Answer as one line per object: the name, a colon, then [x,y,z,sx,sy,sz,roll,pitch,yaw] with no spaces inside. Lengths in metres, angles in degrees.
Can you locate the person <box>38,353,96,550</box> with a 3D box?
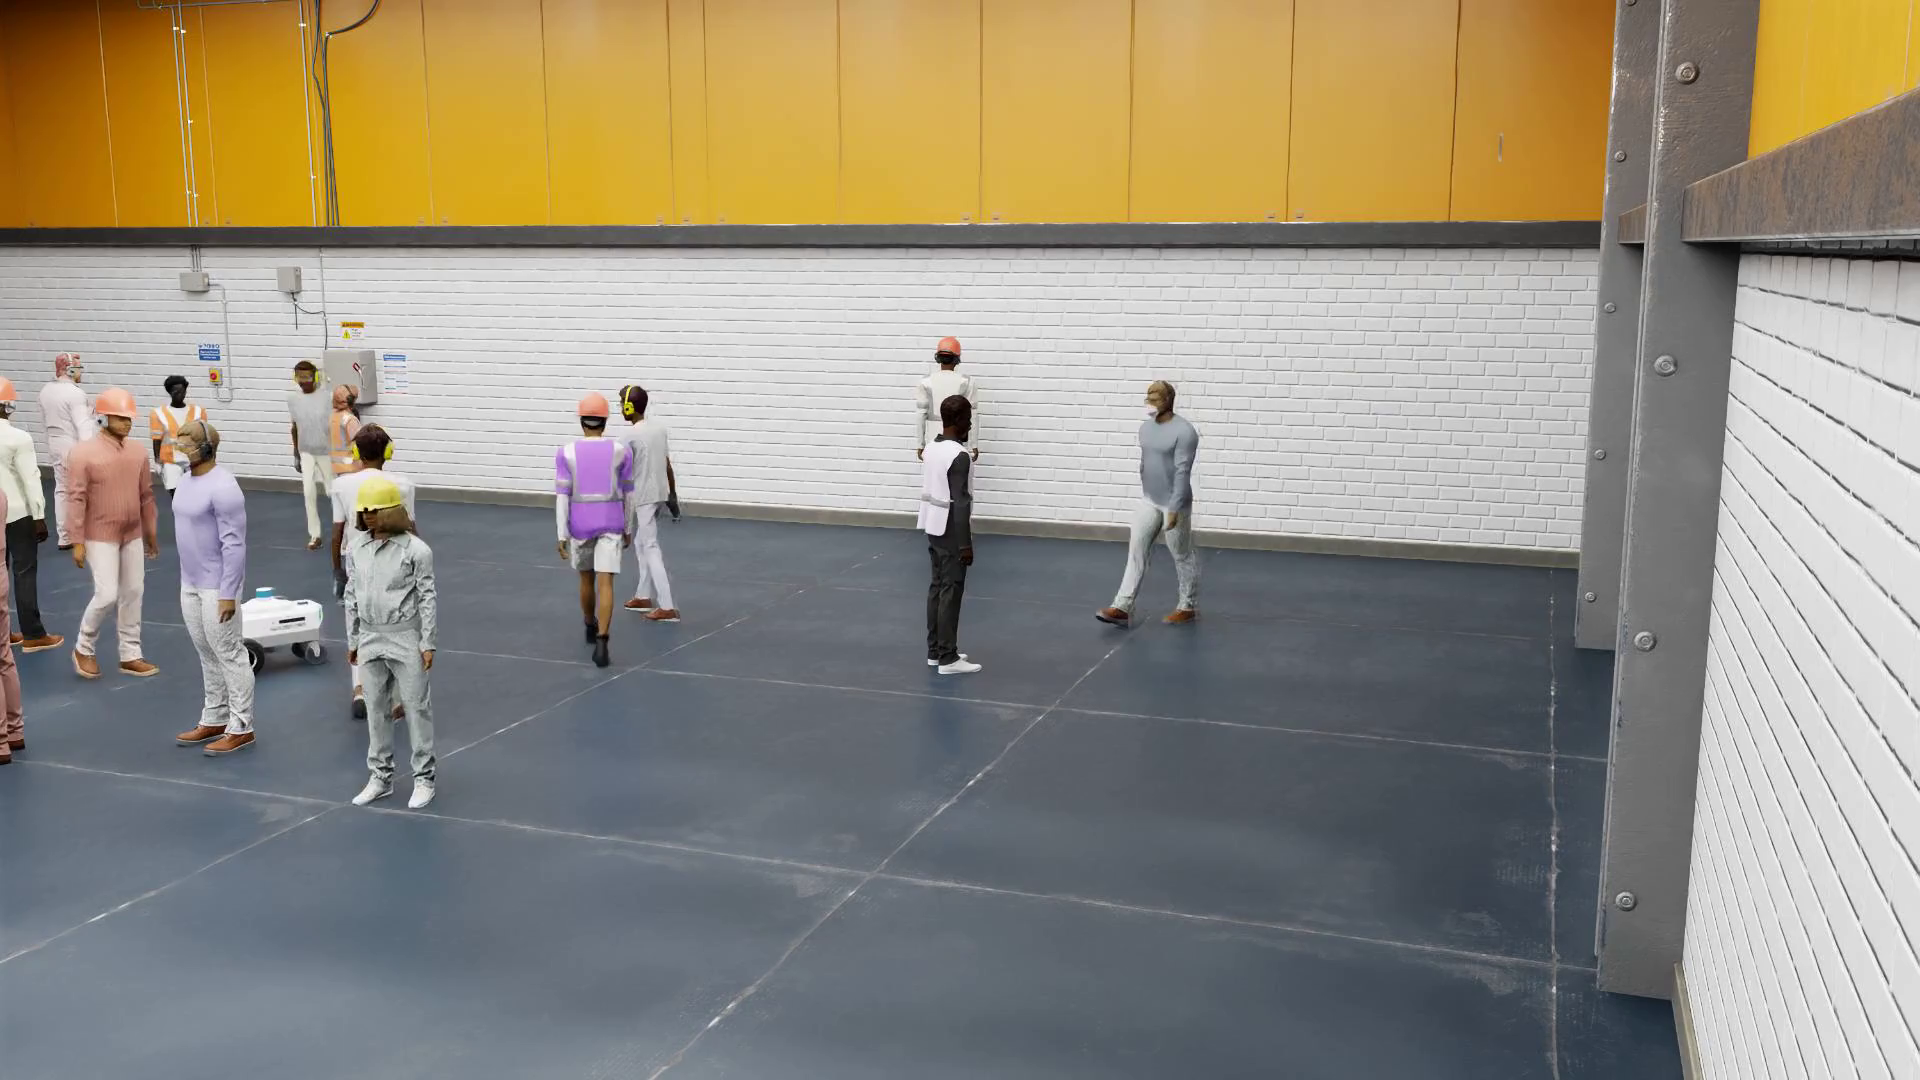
person: [-8.457,-0.833,15.895,0.652,1.904,0.402,6,12,32]

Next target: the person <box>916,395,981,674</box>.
person: [-0.081,-0.039,11.413,0.397,1.911,0.587,-4,11,-21]

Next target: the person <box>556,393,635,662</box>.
person: [-2.587,-0.099,11.868,0.549,1.876,0.998,-2,10,-9]

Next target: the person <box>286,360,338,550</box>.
person: [-6.243,-0.863,16.277,0.570,1.833,0.871,0,10,0]

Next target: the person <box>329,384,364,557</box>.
person: [-5.692,-0.631,15.504,0.306,1.639,0.523,-9,14,-42]

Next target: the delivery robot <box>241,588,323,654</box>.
delivery robot: [-4.801,0.574,11.506,0.707,0.478,0.477,-9,13,-40]

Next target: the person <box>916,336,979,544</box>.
person: [-0.117,-0.970,16.274,0.615,2.041,0.392,1,10,6]

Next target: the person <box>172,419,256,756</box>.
person: [-4.327,0.269,9.594,0.630,1.940,0.373,9,13,40]

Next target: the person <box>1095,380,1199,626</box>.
person: [1.464,-0.250,12.639,0.951,1.901,0.636,-8,13,-37]

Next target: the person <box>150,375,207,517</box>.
person: [-7.563,-0.772,16.166,0.542,1.685,0.440,-6,12,-31]

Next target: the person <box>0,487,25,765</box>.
person: [-5.575,0.330,9.355,0.402,1.901,0.651,-2,10,-12]

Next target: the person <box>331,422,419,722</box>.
person: [-3.534,0.218,10.134,0.531,1.853,0.440,0,10,-2]

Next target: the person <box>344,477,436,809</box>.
person: [-2.966,0.540,8.636,0.497,1.738,0.355,2,10,11]

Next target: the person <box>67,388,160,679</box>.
person: [-5.694,-0.040,11.204,0.482,1.978,0.641,4,11,21]

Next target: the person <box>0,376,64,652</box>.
person: [-6.842,-0.181,11.959,0.622,1.996,0.370,3,10,14]

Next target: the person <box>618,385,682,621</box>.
person: [-2.513,-0.290,13.038,0.781,1.833,0.547,6,12,29]
